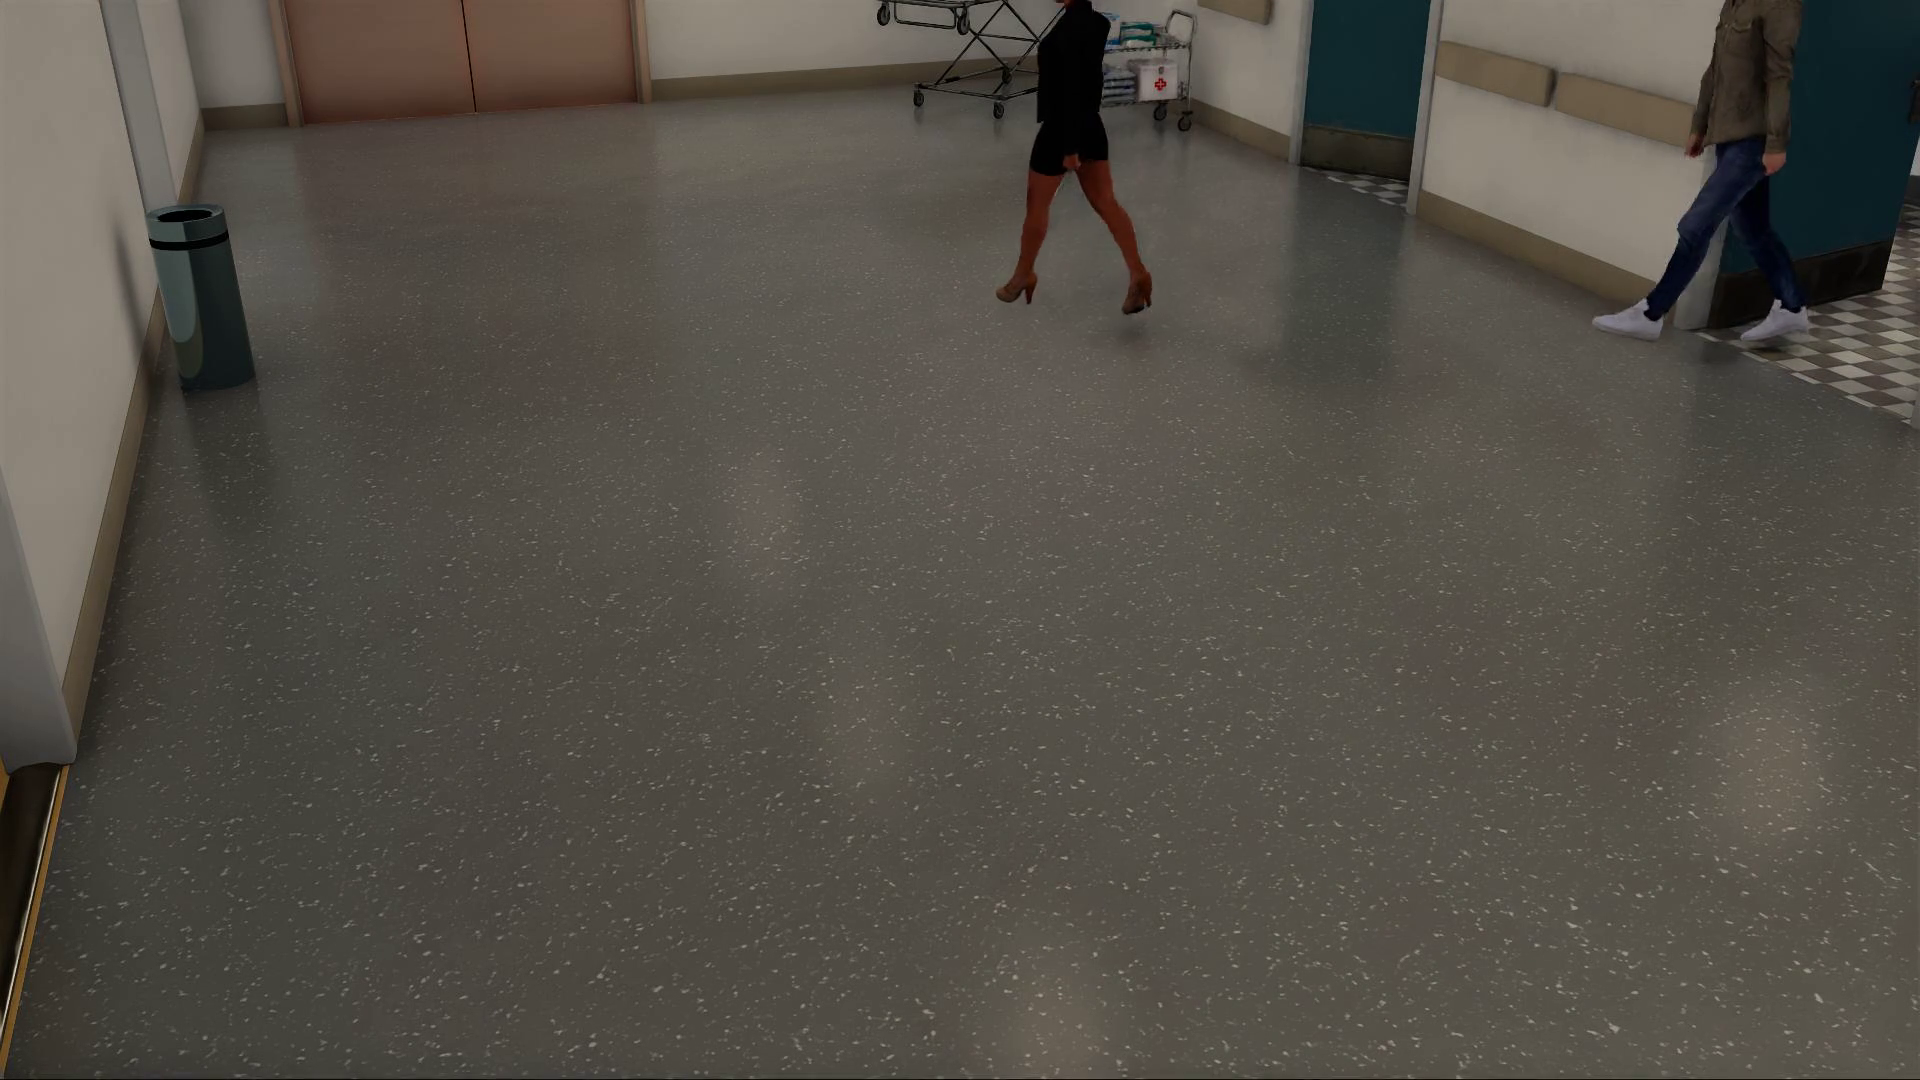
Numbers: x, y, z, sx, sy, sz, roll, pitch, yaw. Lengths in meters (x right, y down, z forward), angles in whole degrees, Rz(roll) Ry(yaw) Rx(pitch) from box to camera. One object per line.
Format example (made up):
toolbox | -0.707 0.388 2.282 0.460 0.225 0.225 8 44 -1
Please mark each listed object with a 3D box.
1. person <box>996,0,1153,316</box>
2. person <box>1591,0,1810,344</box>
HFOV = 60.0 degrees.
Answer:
person | 0.587 -1.746 7.429 1.106 1.600 0.964 16 30 30
person | 3.423 -1.677 7.036 1.140 1.816 1.252 2 26 4
